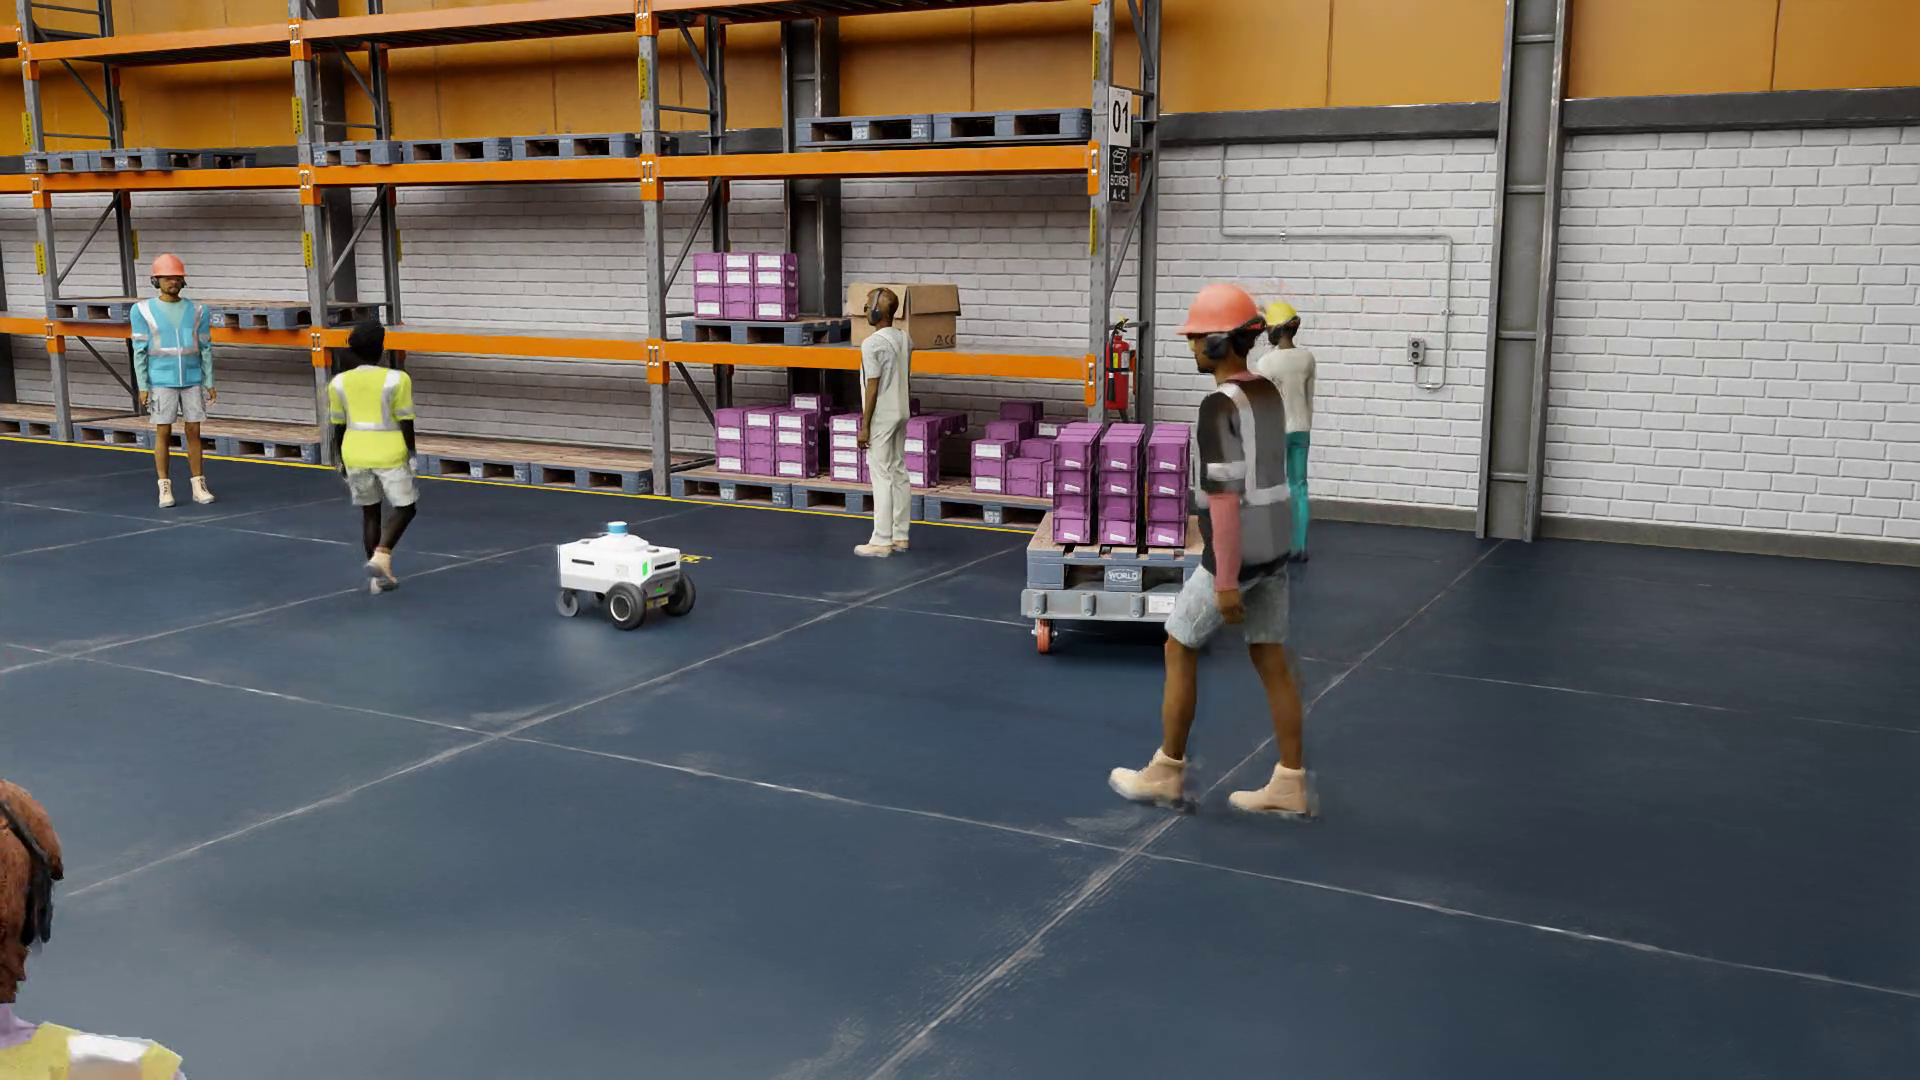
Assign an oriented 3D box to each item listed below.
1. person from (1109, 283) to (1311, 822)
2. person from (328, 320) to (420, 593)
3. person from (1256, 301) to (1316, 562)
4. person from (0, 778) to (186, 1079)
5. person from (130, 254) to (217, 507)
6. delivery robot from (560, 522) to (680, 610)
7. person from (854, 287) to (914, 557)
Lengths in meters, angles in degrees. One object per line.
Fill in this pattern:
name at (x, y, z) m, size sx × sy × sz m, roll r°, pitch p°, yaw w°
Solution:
person at (0.963, 0.048, 6.291) m, size 0.899 × 2.006 × 0.623 m, roll 8°, pitch 13°, yaw 37°
person at (-3.560, -0.486, 10.080) m, size 0.535 × 1.685 × 0.465 m, roll 1°, pitch 10°, yaw 7°
person at (2.148, -0.708, 11.140) m, size 0.524 × 1.761 × 0.338 m, roll -7°, pitch 12°, yaw -33°
person at (-1.066, 1.058, 1.789) m, size 0.531 × 1.620 × 0.550 m, roll -2°, pitch 11°, yaw -11°
person at (-6.383, -1.295, 13.552) m, size 0.610 × 2.048 × 0.366 m, roll -9°, pitch 13°, yaw -39°
delivery robot at (-1.950, 0.141, 9.520) m, size 0.707 × 0.478 × 0.477 m, roll 6°, pitch 12°, yaw 31°
person at (-0.523, -0.803, 11.413) m, size 0.345 × 1.847 × 0.506 m, roll 6°, pitch 12°, yaw 30°
